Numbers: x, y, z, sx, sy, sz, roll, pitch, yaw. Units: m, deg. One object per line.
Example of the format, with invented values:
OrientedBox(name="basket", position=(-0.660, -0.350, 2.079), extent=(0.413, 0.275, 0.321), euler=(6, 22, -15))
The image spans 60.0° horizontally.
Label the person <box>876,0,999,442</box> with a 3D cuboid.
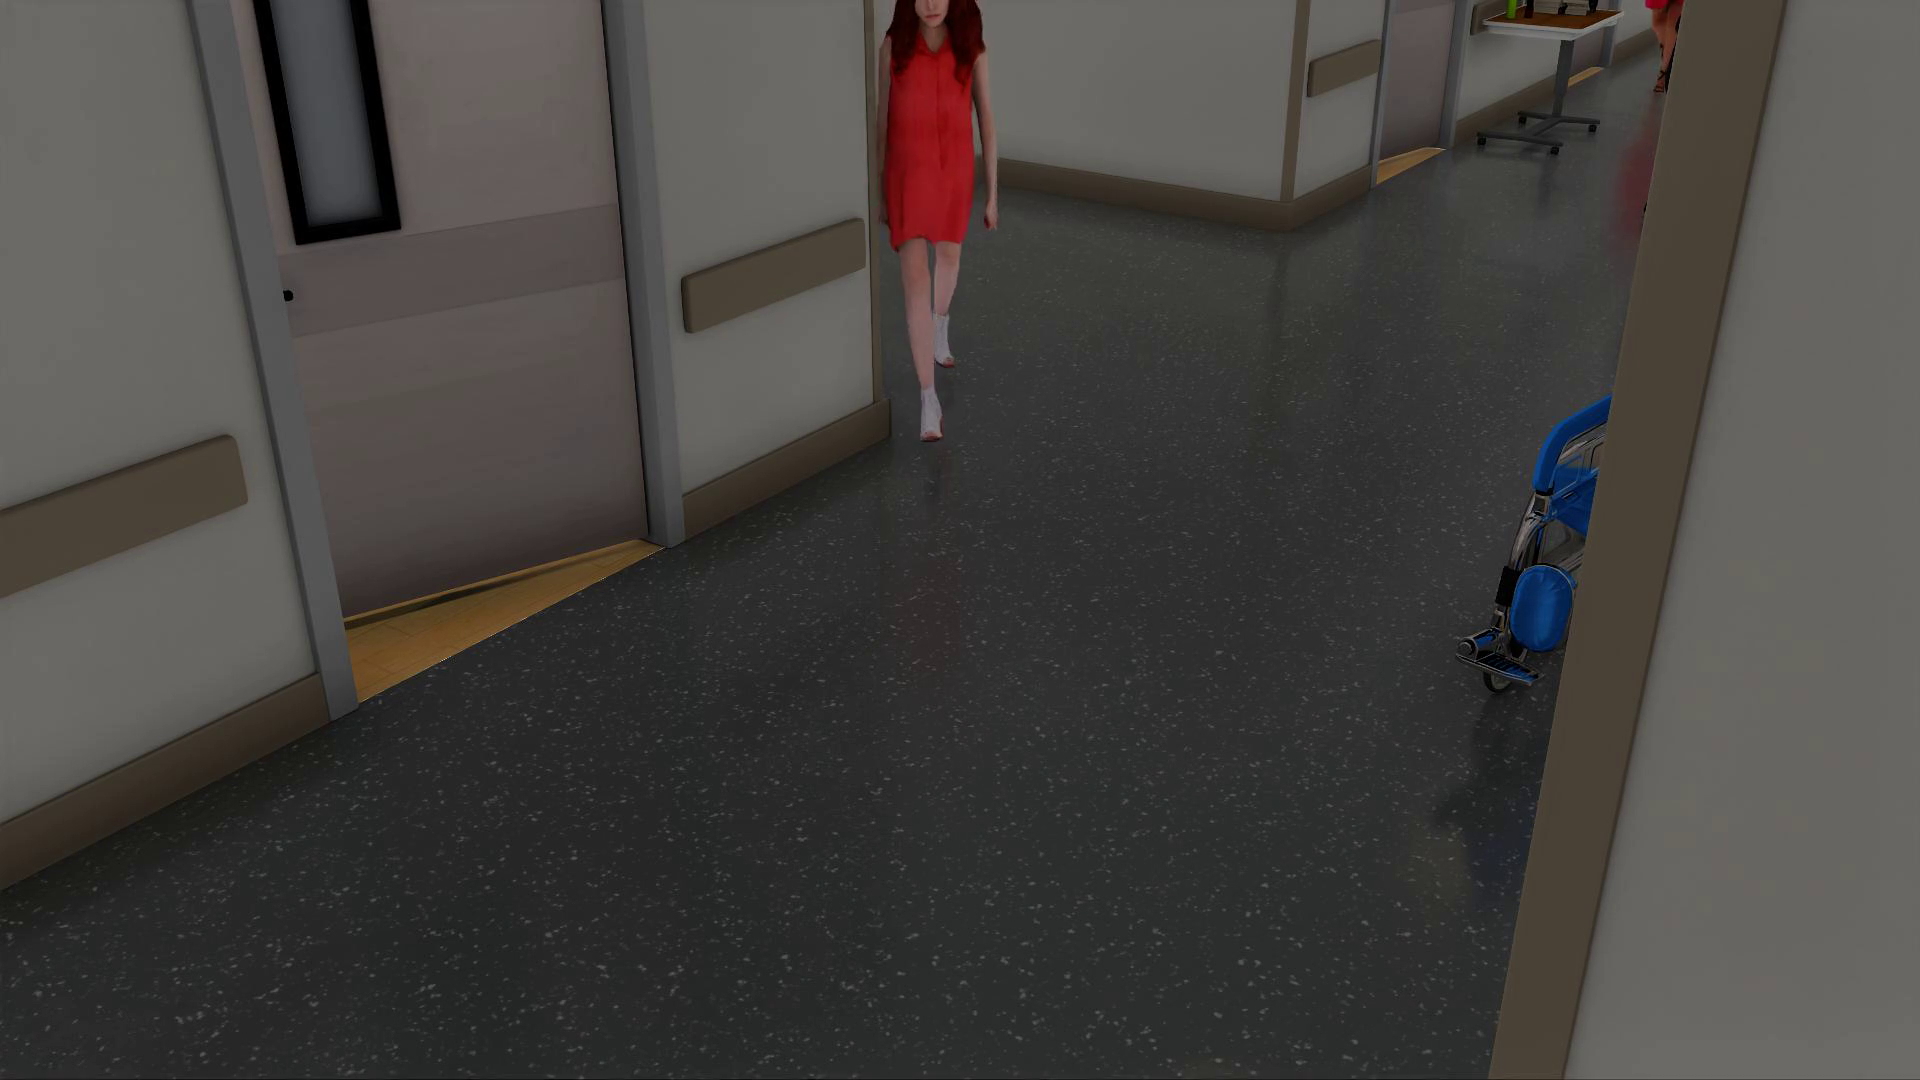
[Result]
OrientedBox(name="person", position=(-0.115, -1.315, 6.412), extent=(1.191, 1.737, 1.297), euler=(-4, 26, -8))
